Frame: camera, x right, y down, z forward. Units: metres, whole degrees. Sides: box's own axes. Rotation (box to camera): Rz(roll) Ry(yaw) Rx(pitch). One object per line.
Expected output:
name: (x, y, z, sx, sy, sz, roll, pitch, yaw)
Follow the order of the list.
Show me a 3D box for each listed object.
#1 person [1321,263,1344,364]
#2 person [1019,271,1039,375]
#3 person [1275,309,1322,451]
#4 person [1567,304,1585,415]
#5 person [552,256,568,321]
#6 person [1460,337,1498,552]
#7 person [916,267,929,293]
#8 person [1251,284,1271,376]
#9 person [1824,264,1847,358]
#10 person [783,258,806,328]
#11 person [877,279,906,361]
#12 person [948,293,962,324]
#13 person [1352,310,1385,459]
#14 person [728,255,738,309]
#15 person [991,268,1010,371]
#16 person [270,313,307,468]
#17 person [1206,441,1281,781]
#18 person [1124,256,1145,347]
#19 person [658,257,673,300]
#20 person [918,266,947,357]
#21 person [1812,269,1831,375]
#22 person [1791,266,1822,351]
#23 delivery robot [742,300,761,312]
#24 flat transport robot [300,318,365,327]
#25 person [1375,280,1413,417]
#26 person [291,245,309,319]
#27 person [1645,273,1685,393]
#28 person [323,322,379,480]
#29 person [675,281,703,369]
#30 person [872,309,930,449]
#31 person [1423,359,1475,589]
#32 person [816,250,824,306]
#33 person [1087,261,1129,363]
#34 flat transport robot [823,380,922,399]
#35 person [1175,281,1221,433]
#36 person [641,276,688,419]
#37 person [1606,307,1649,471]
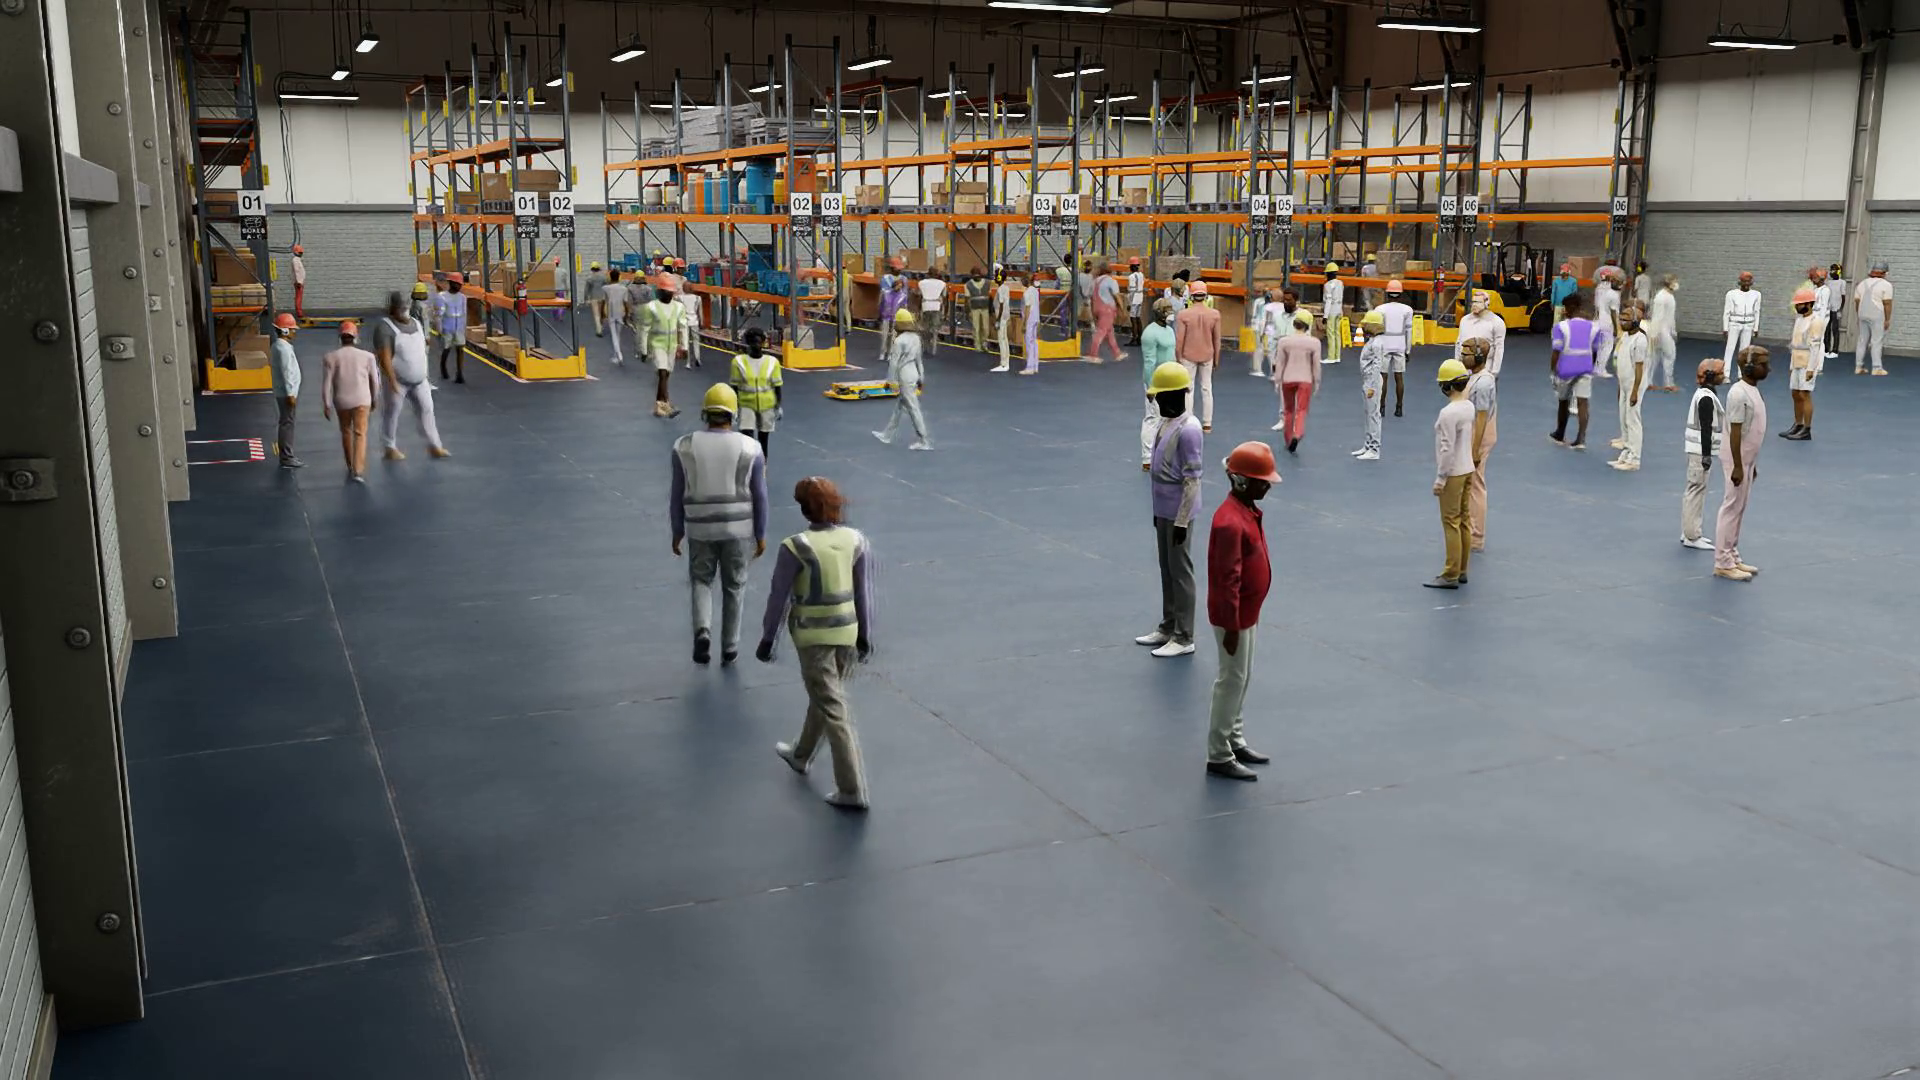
person: (7.117, -4.341, 31.880, 0.387, 1.926, 0.591, 10, 15, 41)
person: (1.243, -3.869, 29.695, 0.328, 1.842, 0.516, 5, 12, 24)
person: (4.047, -1.896, 19.943, 0.551, 1.738, 0.680, 4, 12, 20)
person: (8.824, -2.606, 23.878, 0.346, 1.610, 0.588, 1, 11, 7)
person: (-10.727, -6.677, 44.267, 0.575, 1.729, 0.669, -3, 11, -13)
person: (4.390, -0.814, 14.194, 0.348, 1.839, 0.504, 2, 11, 12)
person: (-1.171, -7.560, 49.015, 0.524, 1.618, 0.558, 4, 12, 19)
person: (5.340, -3.699, 29.379, 0.394, 1.624, 0.540, 0, 11, 2)
person: (17.407, -4.571, 33.198, 0.325, 1.871, 0.521, -3, 12, -15)
person: (-3.935, -5.767, 39.343, 0.651, 1.864, 1.016, -5, 12, -22)
person: (-1.328, -4.253, 32.261, 0.581, 1.593, 0.449, 0, 11, -1)
person: (-0.132, -6.595, 43.411, 0.406, 1.901, 0.639, -1, 11, -4)
person: (4.820, -1.823, 19.549, 0.289, 1.746, 0.486, 1, 11, 4)
person: (-6.819, -7.687, 49.663, 0.280, 1.625, 0.493, 7, 13, 30)
person: (0.741, -4.007, 30.327, 0.328, 1.874, 0.521, 3, 12, 15)
person: (-7.631, -1.697, 18.913, 0.344, 1.743, 0.564, -6, 13, -28)
person: (1.441, 0.355, 8.492, 0.348, 1.740, 0.576, 4, 12, 18)
person: (3.768, -5.152, 35.975, 0.355, 1.938, 0.545, 7, 13, 30)
person: (-6.307, -5.150, 35.991, 0.384, 1.925, 0.593, -8, 14, -34)
person: (-0.554, -4.605, 33.531, 0.572, 1.805, 0.874, 1, 11, 3)
person: (15.331, -3.888, 29.725, 0.351, 1.878, 0.568, 2, 11, 9)
person: (16.648, -4.437, 32.593, 0.436, 1.835, 0.589, 5, 12, 22)
delivery robot: (-5.850, -6.587, 46.558, 0.477, 0.478, 0.707, -6, 12, -26)
flat transport robot: (-15.867, -5.511, 42.049, 1.431, 0.197, 0.652, -1, 11, -3)
person: (6.107, -2.710, 23.568, 0.553, 1.935, 0.364, 0, 11, 1)
person: (-18.065, -7.052, 45.481, 0.378, 1.996, 0.611, -3, 12, -17)
person: (11.379, -3.306, 26.664, 0.834, 1.906, 0.672, 7, 13, 32)
person: (-6.625, -1.518, 18.126, 0.560, 1.698, 0.891, -2, 11, -12)
person: (-5.032, -3.986, 30.839, 0.514, 1.627, 0.363, -3, 11, -14)
person: (-0.733, -1.969, 20.402, 0.914, 1.694, 0.502, 6, 13, 28)
person: (3.775, -0.502, 12.795, 0.329, 1.765, 0.525, 8, 14, 37)
person: (-4.418, -8.143, 51.674, 0.349, 1.743, 0.563, 2, 11, 12)
person: (2.829, -4.439, 32.088, 1.042, 2.000, 0.702, -5, 12, -25)
flat transport robot: (-1.370, -2.365, 26.059, 1.431, 0.197, 0.652, -7, 13, -30)
person: (3.099, -2.385, 21.767, 0.624, 1.993, 0.385, -2, 11, -10)
person: (-4.089, -2.681, 23.276, 0.606, 1.981, 1.058, -8, 14, -36)
person: (7.508, -1.687, 18.635, 0.345, 1.838, 0.502, 0, 11, 1)
